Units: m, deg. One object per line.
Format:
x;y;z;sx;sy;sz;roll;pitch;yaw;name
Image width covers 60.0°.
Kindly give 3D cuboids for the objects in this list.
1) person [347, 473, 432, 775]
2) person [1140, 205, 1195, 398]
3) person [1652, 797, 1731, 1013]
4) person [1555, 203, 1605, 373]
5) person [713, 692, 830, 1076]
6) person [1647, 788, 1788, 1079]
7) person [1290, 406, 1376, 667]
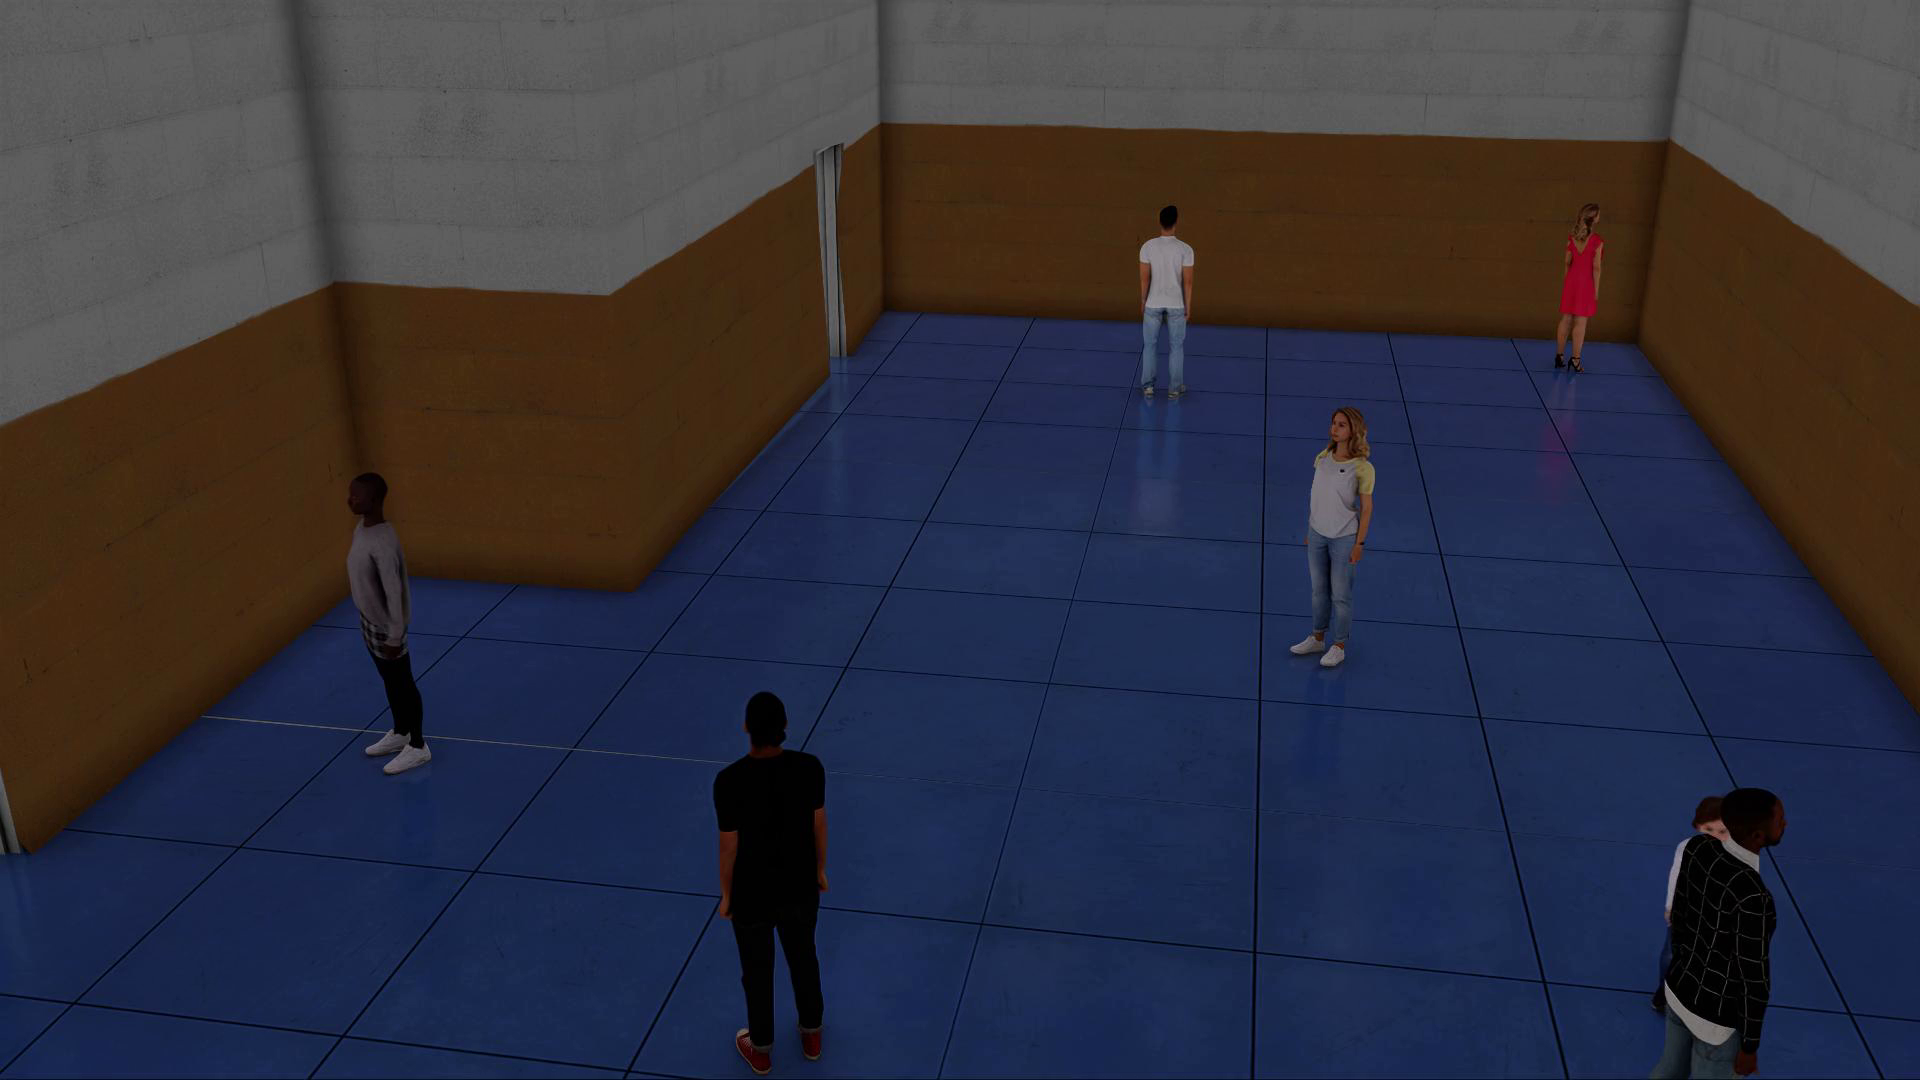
-3.232;0.453;9.401;0.749;1.771;0.688;-15;26;-33;person
1.996;-2.313;16.158;0.507;1.866;0.743;5;22;13;person
3.287;1.620;7.387;0.411;1.107;0.519;6;23;15;person
6.346;-2.595;17.045;0.715;1.729;0.663;-13;25;-29;person
-0.783;1.435;6.975;0.683;1.758;0.783;-9;24;-22;person
2.780;1.716;6.191;0.670;1.821;0.730;-3;22;-7;person
2.409;-0.029;10.645;0.770;1.723;0.694;-17;28;-36;person
